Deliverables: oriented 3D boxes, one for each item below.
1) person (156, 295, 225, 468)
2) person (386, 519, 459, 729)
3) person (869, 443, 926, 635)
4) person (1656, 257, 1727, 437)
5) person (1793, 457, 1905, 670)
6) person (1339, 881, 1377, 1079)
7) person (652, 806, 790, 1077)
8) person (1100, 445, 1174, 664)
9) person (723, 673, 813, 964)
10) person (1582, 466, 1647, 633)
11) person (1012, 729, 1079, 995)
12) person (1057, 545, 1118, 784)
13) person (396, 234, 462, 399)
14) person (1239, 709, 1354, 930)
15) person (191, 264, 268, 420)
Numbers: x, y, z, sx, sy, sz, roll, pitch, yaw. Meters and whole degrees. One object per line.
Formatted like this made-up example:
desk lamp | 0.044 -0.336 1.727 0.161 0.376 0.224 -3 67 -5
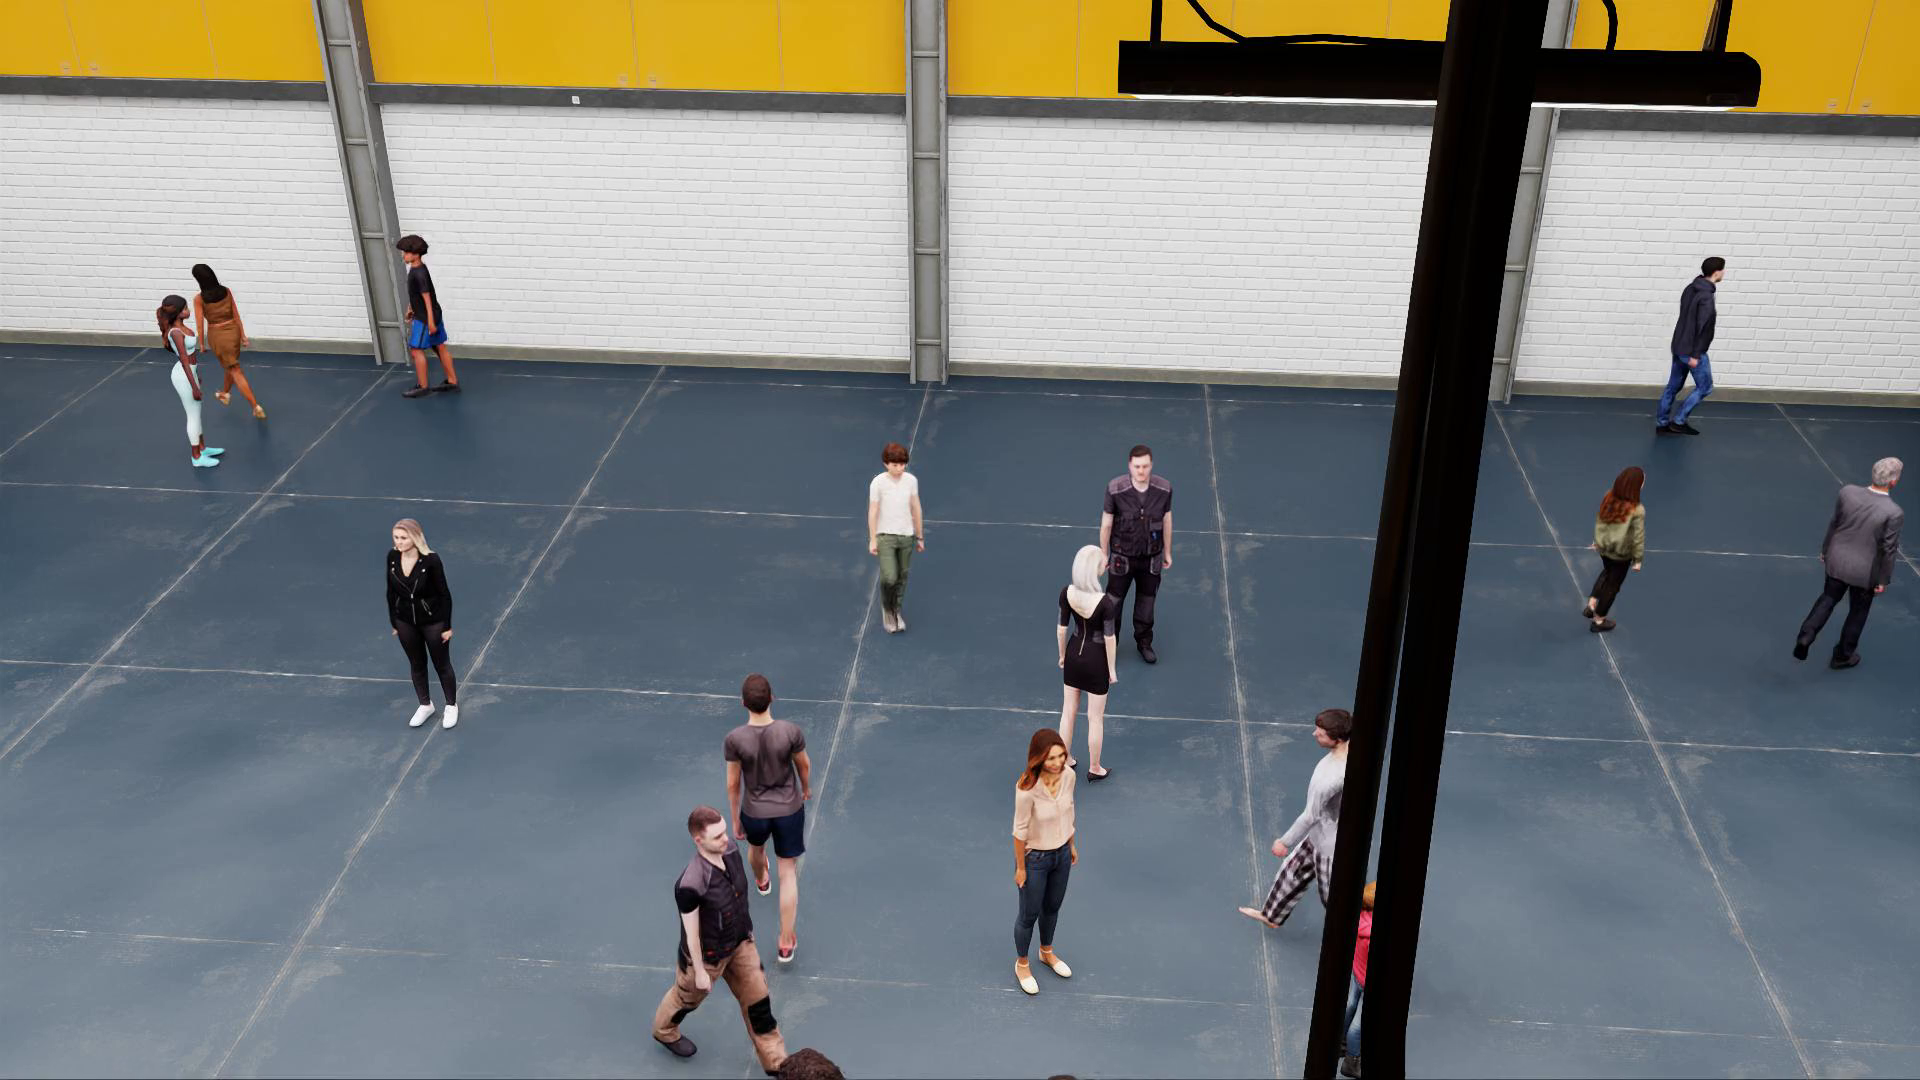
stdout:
person | -7.433 -1.538 15.995 0.661 1.725 0.645 -11 30 -19
person | -3.912 0.598 12.120 0.448 1.686 0.664 2 29 4
person | -0.551 -0.055 13.355 0.673 1.650 0.760 -11 31 -20
person | 7.151 -1.893 16.489 0.672 1.876 0.736 -1 29 -1
person | 6.790 0.207 12.692 1.082 1.824 1.009 -17 33 -29
person | 2.246 2.410 9.182 0.500 1.318 0.520 1 29 2
person | -1.420 2.193 9.087 1.315 1.790 1.024 14 32 25
person | 1.357 0.108 12.852 0.588 1.845 0.822 -3 29 -5
person | -1.119 1.697 9.984 1.181 1.801 0.901 -3 29 -6
person | 5.181 0.092 13.276 0.711 1.466 0.694 -12 31 -21
person | 0.485 1.844 9.724 0.651 1.792 0.731 -18 33 -30
person | 0.870 0.861 11.487 0.592 1.830 0.718 16 32 27
person | -5.499 -2.356 17.445 0.926 1.772 0.791 -7 29 -13
person | 2.274 1.794 9.795 1.115 1.812 0.828 12 31 21
person | -7.401 -1.954 16.862 1.165 1.625 0.942 20 34 32
